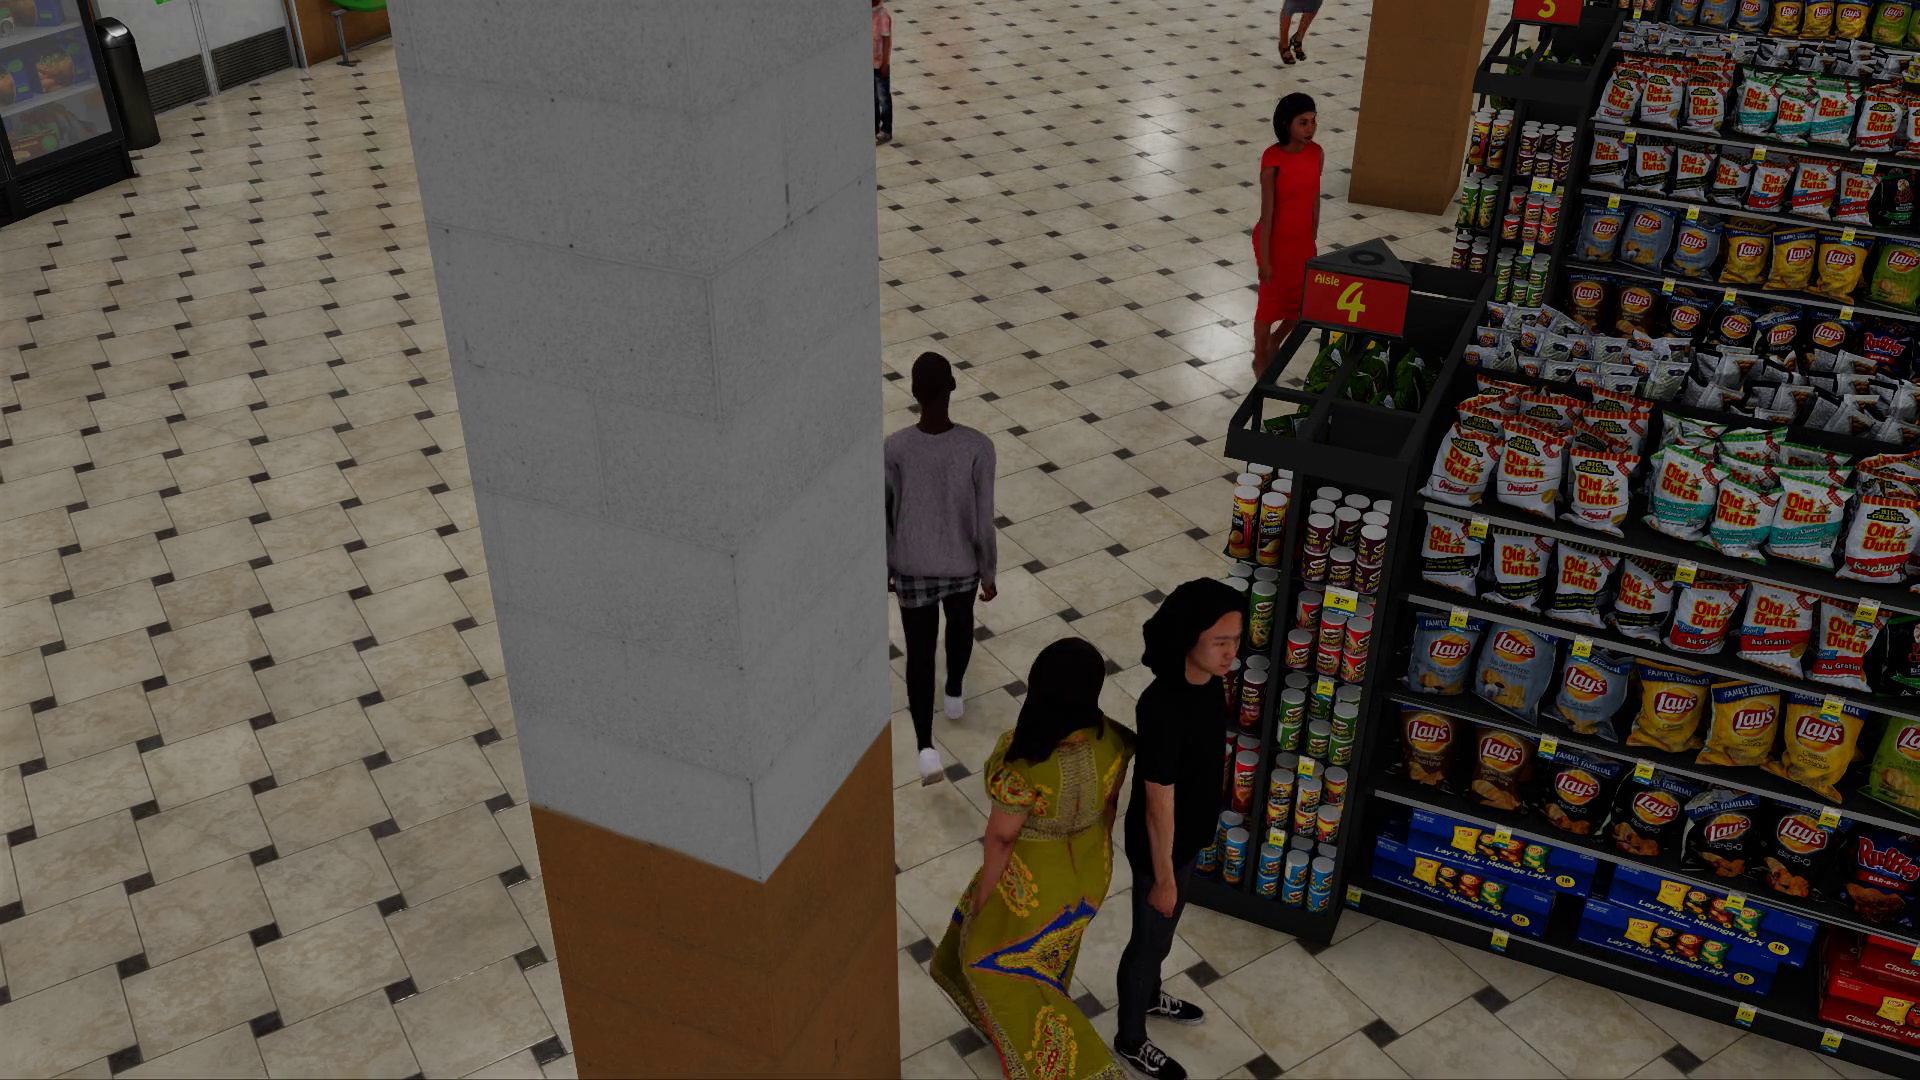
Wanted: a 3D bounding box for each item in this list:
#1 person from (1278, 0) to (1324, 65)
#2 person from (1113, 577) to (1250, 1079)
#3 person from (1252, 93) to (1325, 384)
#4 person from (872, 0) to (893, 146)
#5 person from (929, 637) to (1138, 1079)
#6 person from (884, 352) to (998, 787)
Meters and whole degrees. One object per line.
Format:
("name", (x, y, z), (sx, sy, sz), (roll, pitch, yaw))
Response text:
("person", (2.994, -5.174, 14.936), (0.746, 1.769, 0.789), (-18, 36, -27))
("person", (0.644, 0.883, 5.140), (0.524, 1.834, 0.629), (12, 34, 19))
("person", (1.763, -1.659, 9.319), (0.726, 1.734, 0.780), (-15, 35, -22))
("person", (-0.660, -3.824, 13.204), (0.645, 1.306, 0.555), (-21, 37, -29))
("person", (0.317, 1.070, 5.034), (1.126, 1.628, 1.276), (-24, 39, -33))
("person", (-0.096, 0.154, 6.402), (1.158, 1.738, 1.019), (0, 32, 0))
